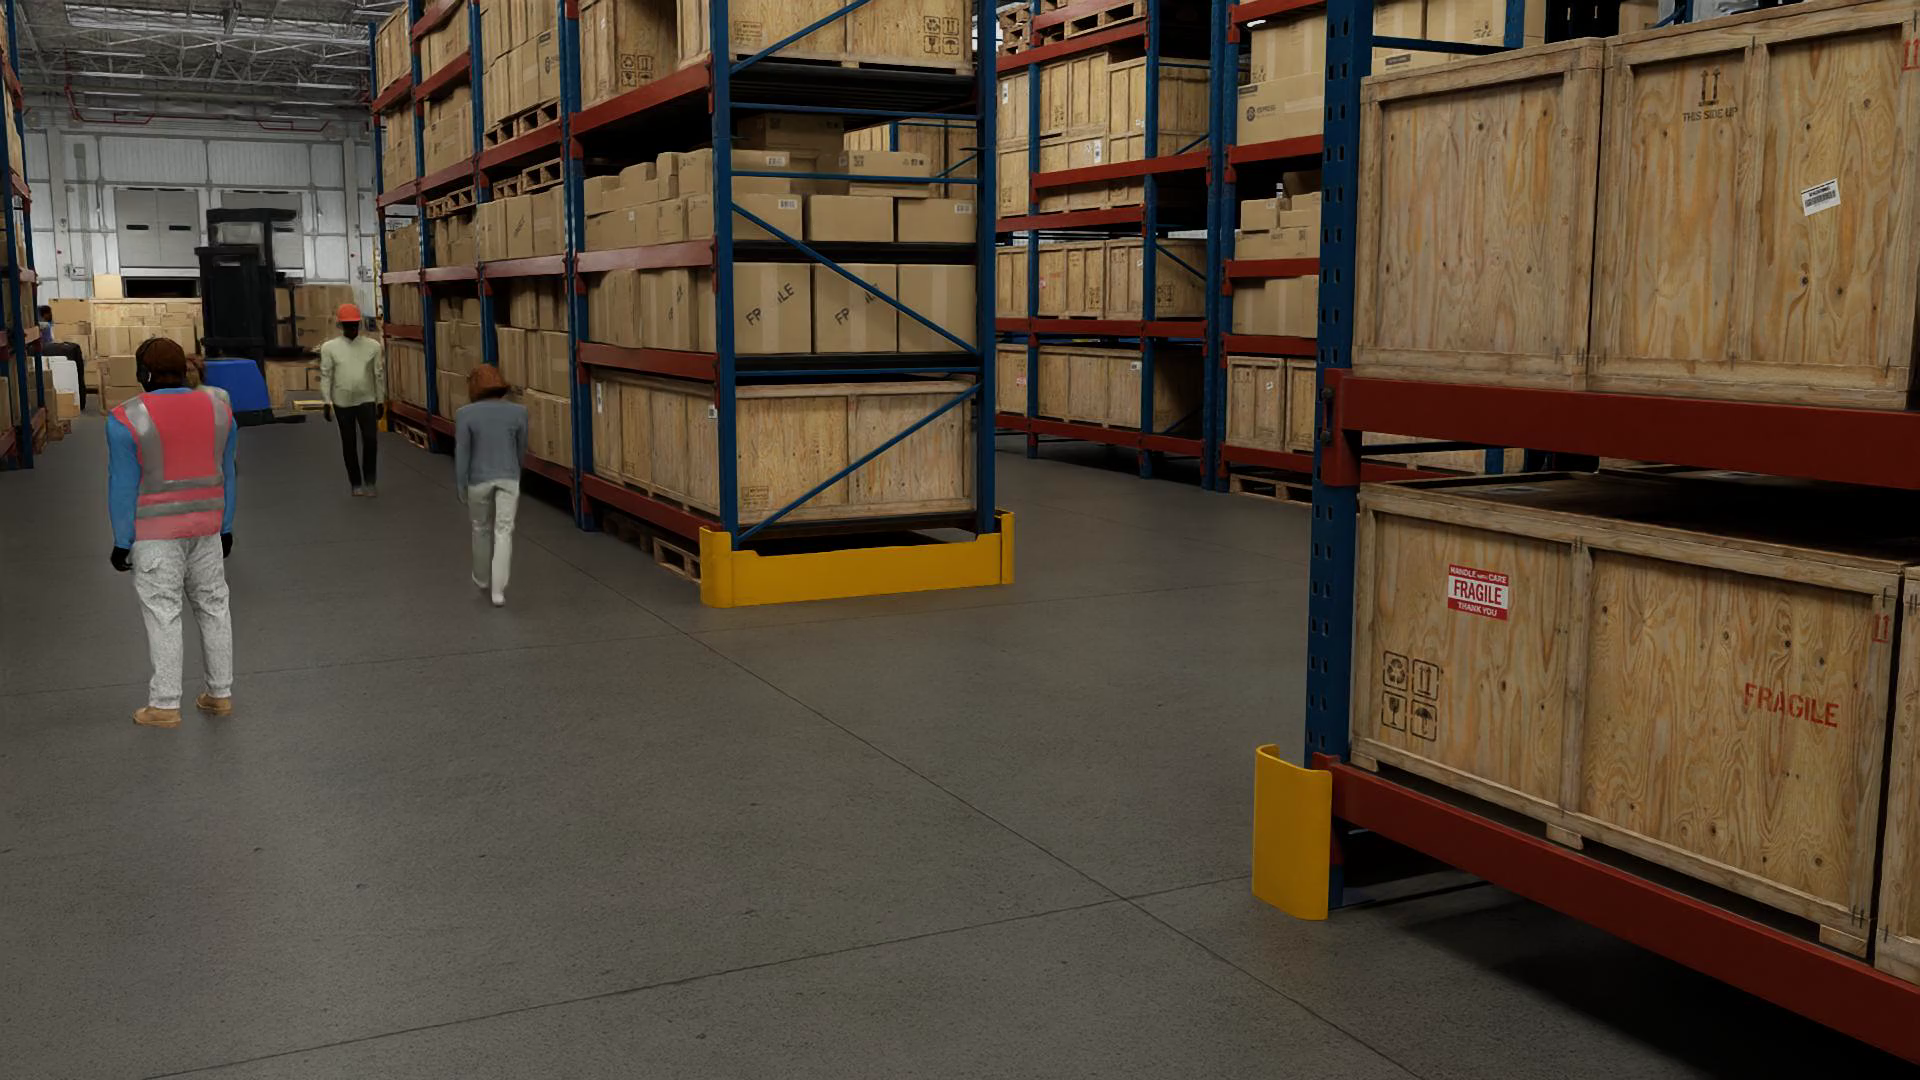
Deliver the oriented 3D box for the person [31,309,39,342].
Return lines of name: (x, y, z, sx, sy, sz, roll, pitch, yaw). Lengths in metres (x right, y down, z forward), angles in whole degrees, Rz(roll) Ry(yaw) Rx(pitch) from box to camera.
person: (-26.505, -5.853, 47.819, 0.911, 1.903, 0.655, -8, 12, -44)

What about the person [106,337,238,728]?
person: (-3.741, -0.035, 7.898, 0.429, 1.844, 0.623, 6, 10, 34)

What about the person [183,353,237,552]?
person: (-5.732, -0.603, 12.554, 0.526, 1.620, 0.554, -2, 8, -12)

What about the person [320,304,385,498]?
person: (-6.123, -1.390, 16.796, 0.641, 1.960, 0.823, -4, 9, -24)

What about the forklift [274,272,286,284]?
forklift: (-20.376, -6.535, 49.152, 1.873, 2.768, 1.129, 6, 10, 35)

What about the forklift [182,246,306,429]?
forklift: (-11.284, -3.144, 25.767, 1.129, 2.768, 1.873, 2, 9, 15)

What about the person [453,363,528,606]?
person: (-3.137, -0.382, 11.138, 0.496, 1.580, 0.862, -3, 9, -20)

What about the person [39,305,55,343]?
person: (-17.481, -3.563, 32.048, 0.802, 1.889, 0.614, -8, 11, -42)
